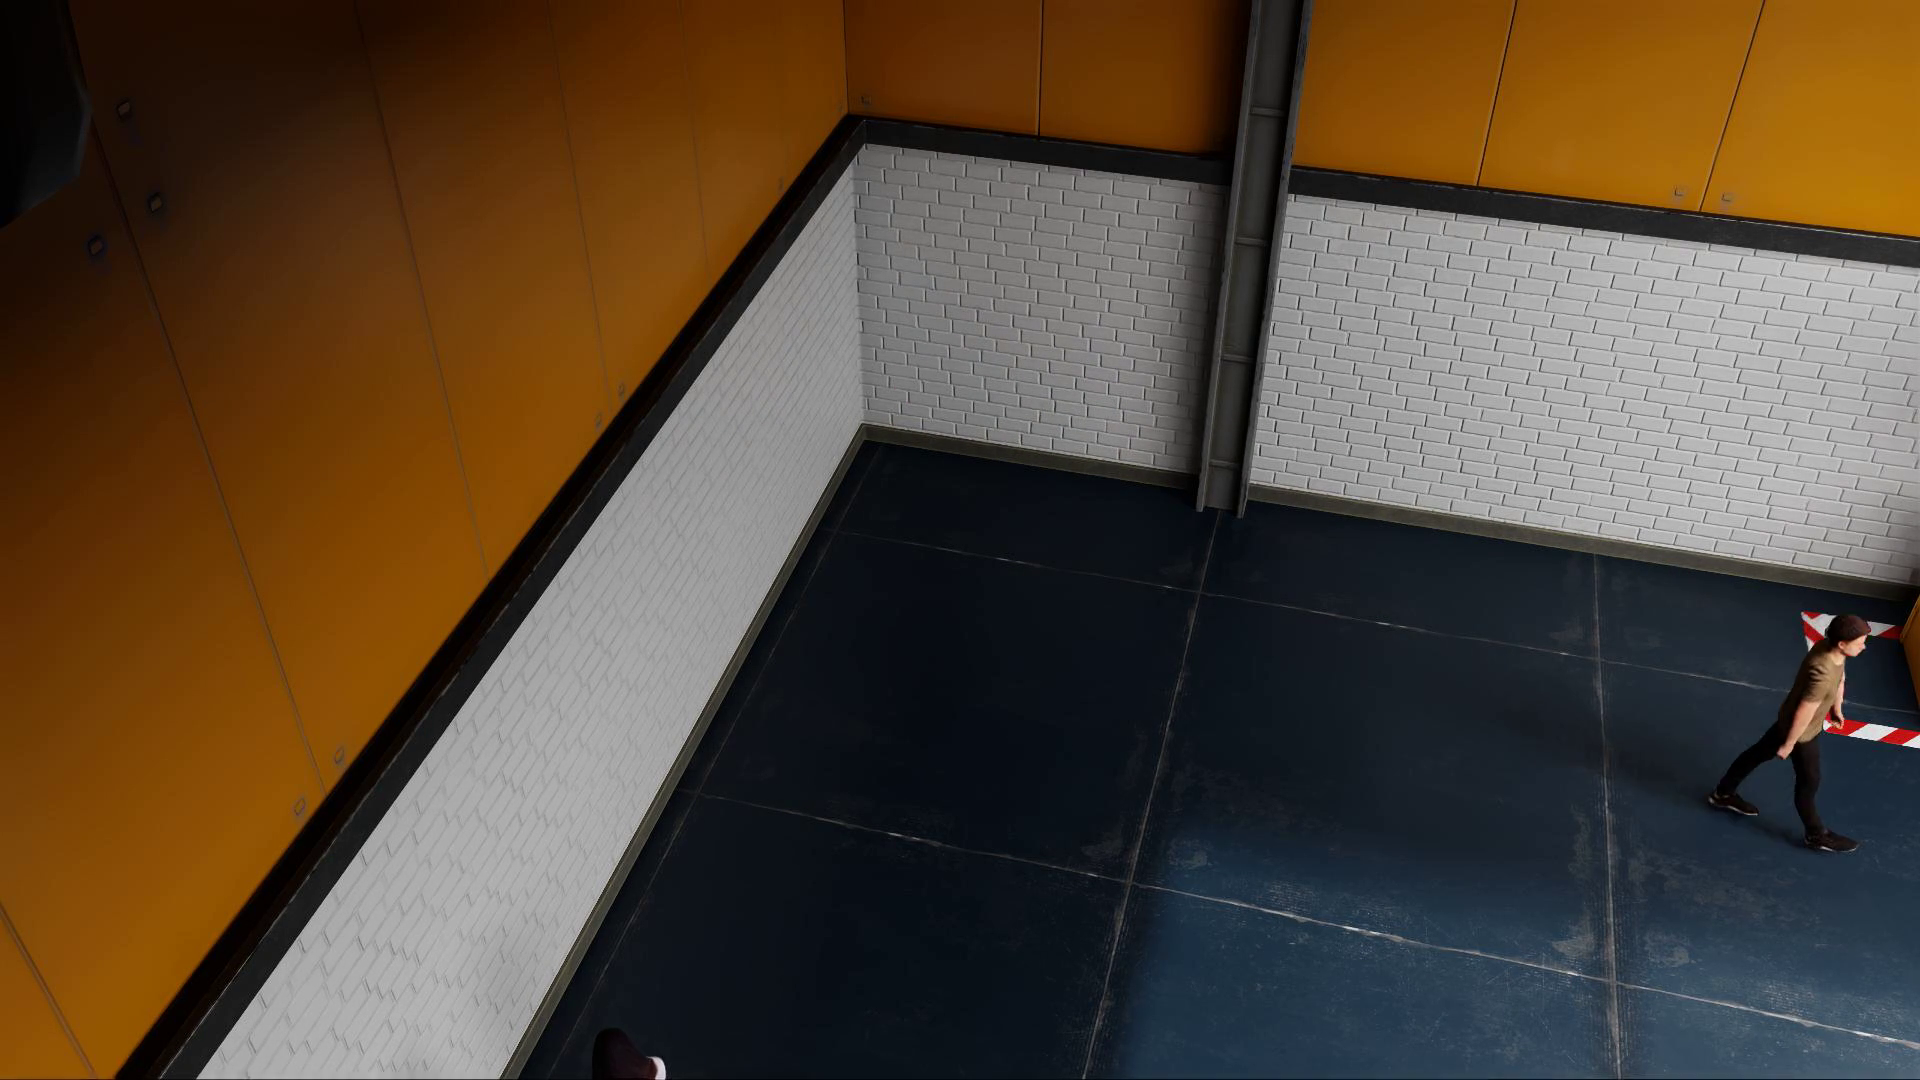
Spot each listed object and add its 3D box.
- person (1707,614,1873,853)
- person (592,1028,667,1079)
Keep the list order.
[{"bbox_3d":[5.277,1.150,10.642,1.231,1.814,0.905,20,43,23],"label":"person"},{"bbox_3d":[-1.629,3.029,8.393,0.677,1.684,0.727,-22,44,-25],"label":"person"}]
